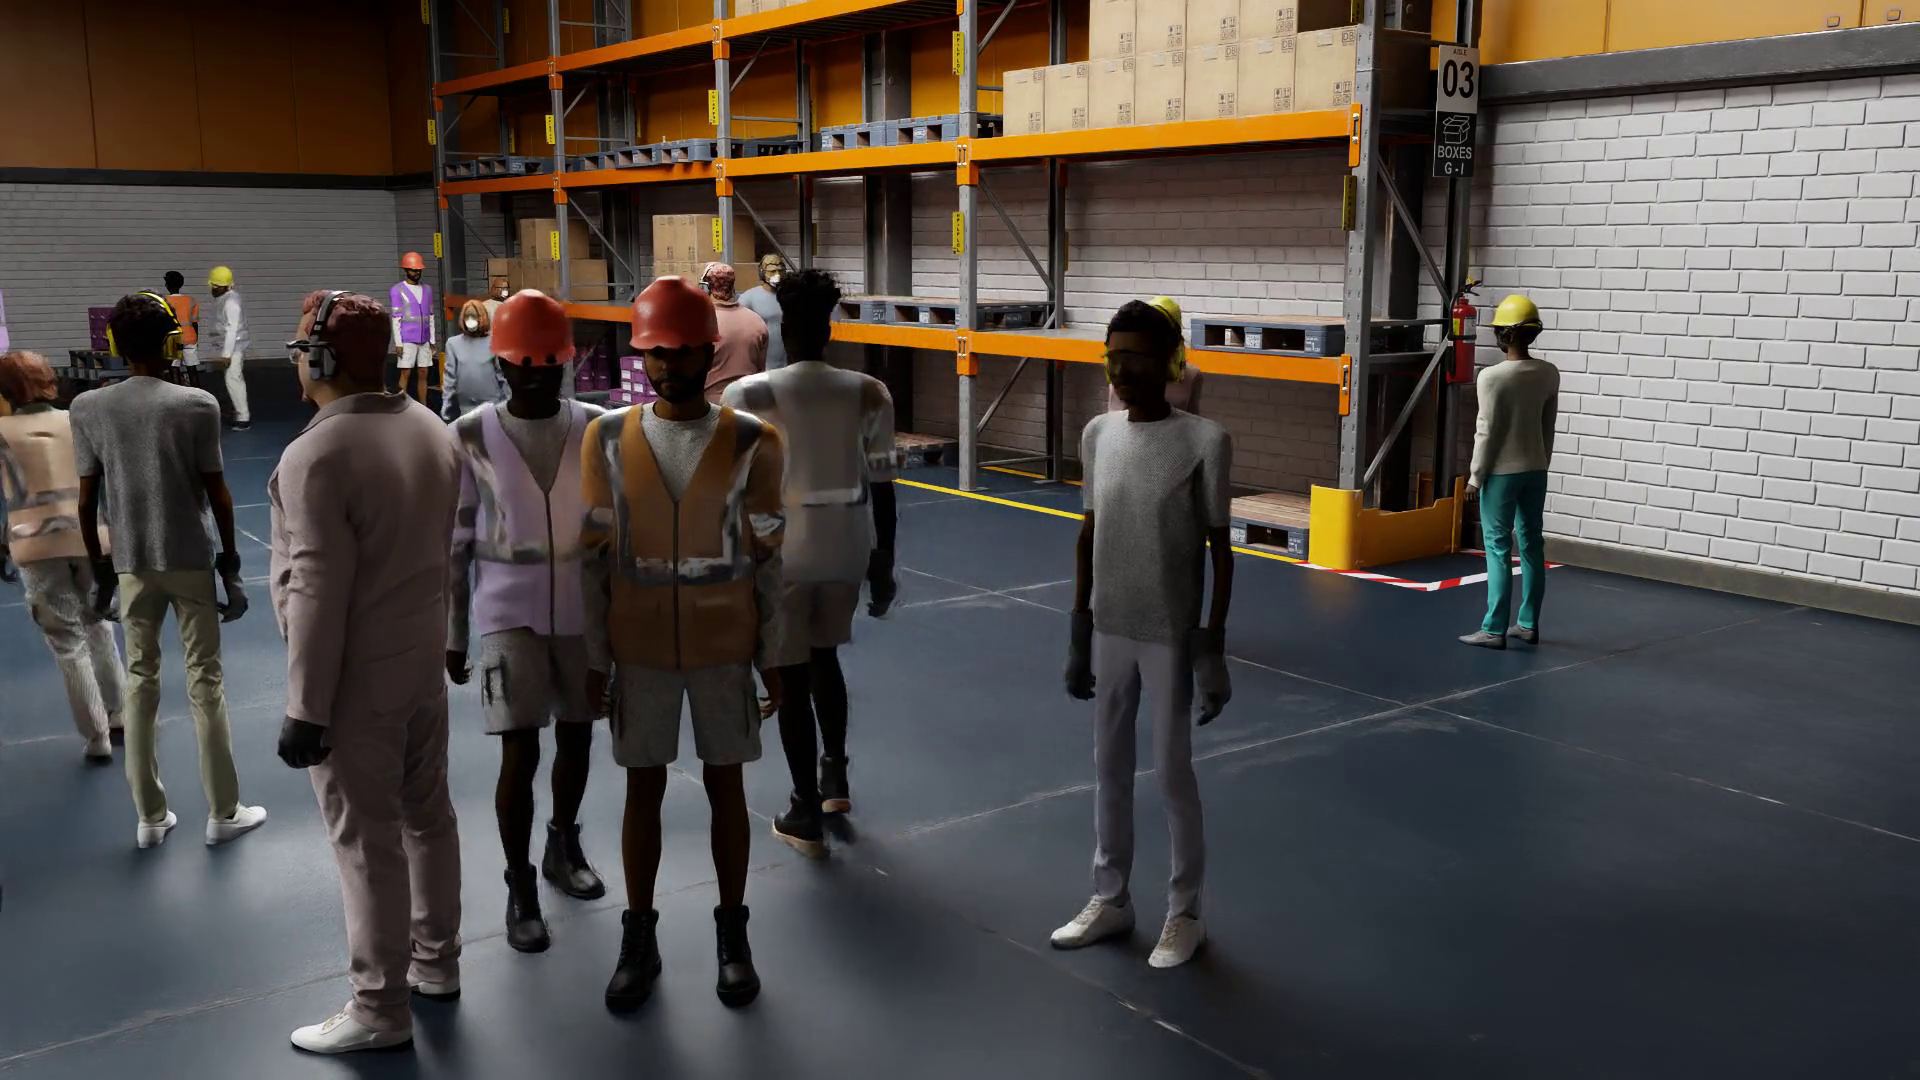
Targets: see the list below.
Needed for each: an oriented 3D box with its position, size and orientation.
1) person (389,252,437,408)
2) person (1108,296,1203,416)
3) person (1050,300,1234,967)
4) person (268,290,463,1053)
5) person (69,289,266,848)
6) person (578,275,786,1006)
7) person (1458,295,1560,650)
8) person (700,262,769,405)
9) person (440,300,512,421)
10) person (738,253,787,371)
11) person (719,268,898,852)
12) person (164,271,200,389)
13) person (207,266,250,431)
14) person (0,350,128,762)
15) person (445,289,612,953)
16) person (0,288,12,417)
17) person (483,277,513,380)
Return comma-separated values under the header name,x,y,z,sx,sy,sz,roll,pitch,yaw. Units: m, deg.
name,x,y,z,sx,sy,sz,roll,pitch,yaw
person,-6.115,-2.264,18.704,0.411,1.929,0.547,7,12,35
person,0.978,-0.320,8.251,0.532,1.767,0.326,-4,11,-23
person,0.542,0.288,4.668,0.569,1.894,0.396,9,13,40
person,-1.509,0.334,4.198,0.409,1.909,0.640,2,10,11
person,-2.660,0.105,5.575,0.518,1.874,0.329,-1,10,-4
person,-0.730,0.280,4.406,0.542,1.939,0.365,-1,10,-4
person,2.747,-0.331,8.316,0.522,1.769,0.312,-5,11,-28
person,-1.486,-0.754,10.289,0.407,1.908,0.641,10,14,43
person,-3.682,-1.027,12.695,0.495,1.588,0.870,1,10,7
person,-1.584,-1.441,14.044,0.634,1.937,0.354,-7,12,-35
person,-0.551,0.065,5.623,0.637,1.939,0.572,-6,12,-29
person,-9.279,-2.339,19.756,0.318,1.697,0.535,7,12,34
person,-7.951,-2.077,18.081,0.406,1.787,0.719,-5,11,-28
person,-3.555,0.063,6.538,0.504,1.607,0.622,-10,14,-43
person,-1.236,0.218,4.930,0.575,1.903,0.654,-5,11,-24
person,-9.337,-1.831,15.951,0.395,2.039,0.608,-5,11,-27
person,-5.405,-2.282,19.639,0.497,1.629,0.277,-9,14,-42
